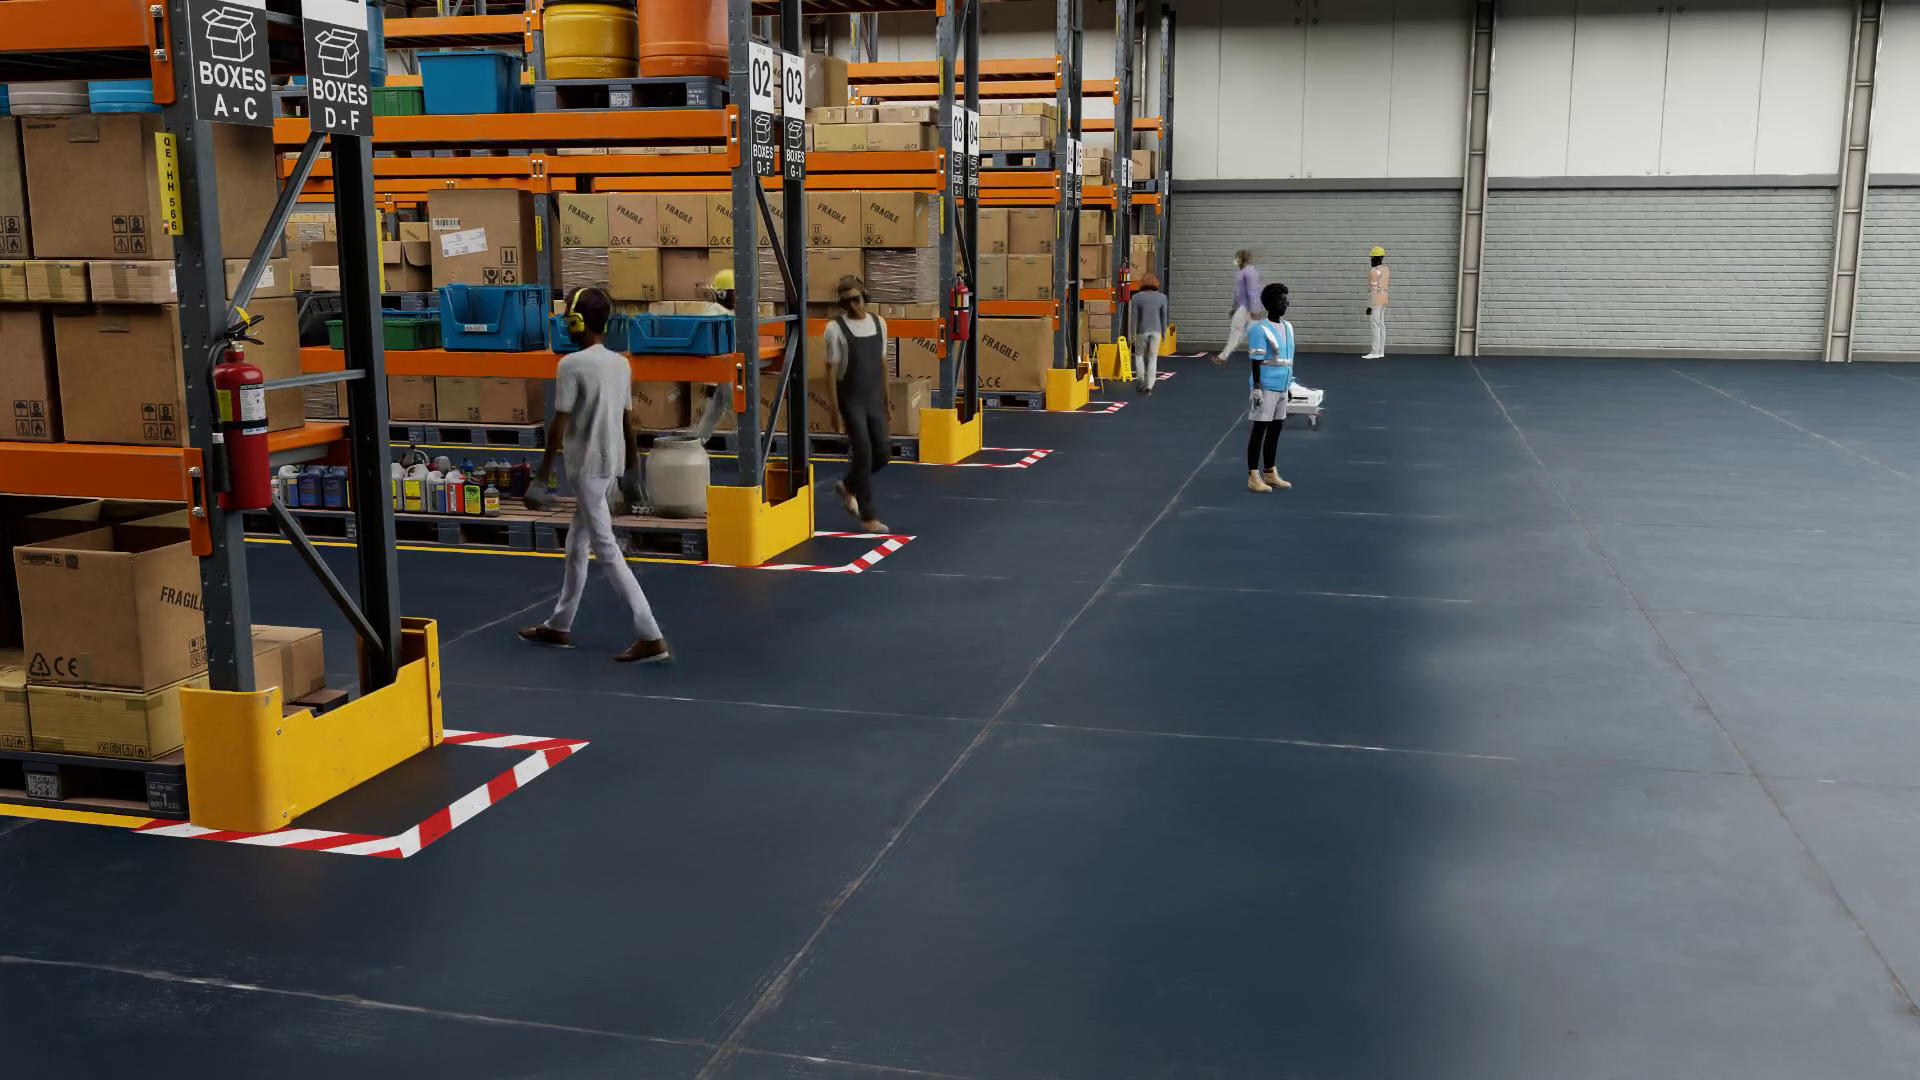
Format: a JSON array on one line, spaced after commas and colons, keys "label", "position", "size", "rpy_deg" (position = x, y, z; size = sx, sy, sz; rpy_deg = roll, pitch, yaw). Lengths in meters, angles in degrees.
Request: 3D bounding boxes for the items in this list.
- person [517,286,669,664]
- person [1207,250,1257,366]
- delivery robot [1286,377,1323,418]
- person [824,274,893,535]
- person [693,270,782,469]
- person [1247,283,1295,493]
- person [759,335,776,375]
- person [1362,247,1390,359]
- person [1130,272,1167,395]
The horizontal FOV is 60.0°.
[{"label": "person", "position": [-1.809, -0.311, 8.081], "size": [0.943, 1.825, 0.525], "rpy_deg": [3, 11, 17]}, {"label": "person", "position": [4.546, -3.745, 26.936], "size": [1.032, 1.878, 0.651], "rpy_deg": [0, 10, -2]}, {"label": "delivery robot", "position": [3.579, -1.529, 18.065], "size": [0.707, 0.478, 0.477], "rpy_deg": [3, 11, 15]}, {"label": "person", "position": [-0.738, -0.946, 11.610], "size": [0.539, 1.811, 0.545], "rpy_deg": [-9, 13, -40]}, {"label": "person", "position": [-2.054, -1.488, 14.690], "size": [0.930, 1.790, 0.585], "rpy_deg": [1, 10, 4]}, {"label": "person", "position": [2.538, -1.236, 13.540], "size": [0.315, 1.695, 0.541], "rpy_deg": [9, 14, 42]}, {"label": "person", "position": [-2.287, -2.151, 18.596], "size": [0.390, 1.687, 0.555], "rpy_deg": [8, 13, 36]}, {"label": "person", "position": [7.183, -4.087, 28.697], "size": [0.369, 1.927, 0.588], "rpy_deg": [7, 13, 36]}, {"label": "person", "position": [2.509, -2.757, 22.185], "size": [0.514, 1.605, 0.632], "rpy_deg": [0, 10, -1]}]
